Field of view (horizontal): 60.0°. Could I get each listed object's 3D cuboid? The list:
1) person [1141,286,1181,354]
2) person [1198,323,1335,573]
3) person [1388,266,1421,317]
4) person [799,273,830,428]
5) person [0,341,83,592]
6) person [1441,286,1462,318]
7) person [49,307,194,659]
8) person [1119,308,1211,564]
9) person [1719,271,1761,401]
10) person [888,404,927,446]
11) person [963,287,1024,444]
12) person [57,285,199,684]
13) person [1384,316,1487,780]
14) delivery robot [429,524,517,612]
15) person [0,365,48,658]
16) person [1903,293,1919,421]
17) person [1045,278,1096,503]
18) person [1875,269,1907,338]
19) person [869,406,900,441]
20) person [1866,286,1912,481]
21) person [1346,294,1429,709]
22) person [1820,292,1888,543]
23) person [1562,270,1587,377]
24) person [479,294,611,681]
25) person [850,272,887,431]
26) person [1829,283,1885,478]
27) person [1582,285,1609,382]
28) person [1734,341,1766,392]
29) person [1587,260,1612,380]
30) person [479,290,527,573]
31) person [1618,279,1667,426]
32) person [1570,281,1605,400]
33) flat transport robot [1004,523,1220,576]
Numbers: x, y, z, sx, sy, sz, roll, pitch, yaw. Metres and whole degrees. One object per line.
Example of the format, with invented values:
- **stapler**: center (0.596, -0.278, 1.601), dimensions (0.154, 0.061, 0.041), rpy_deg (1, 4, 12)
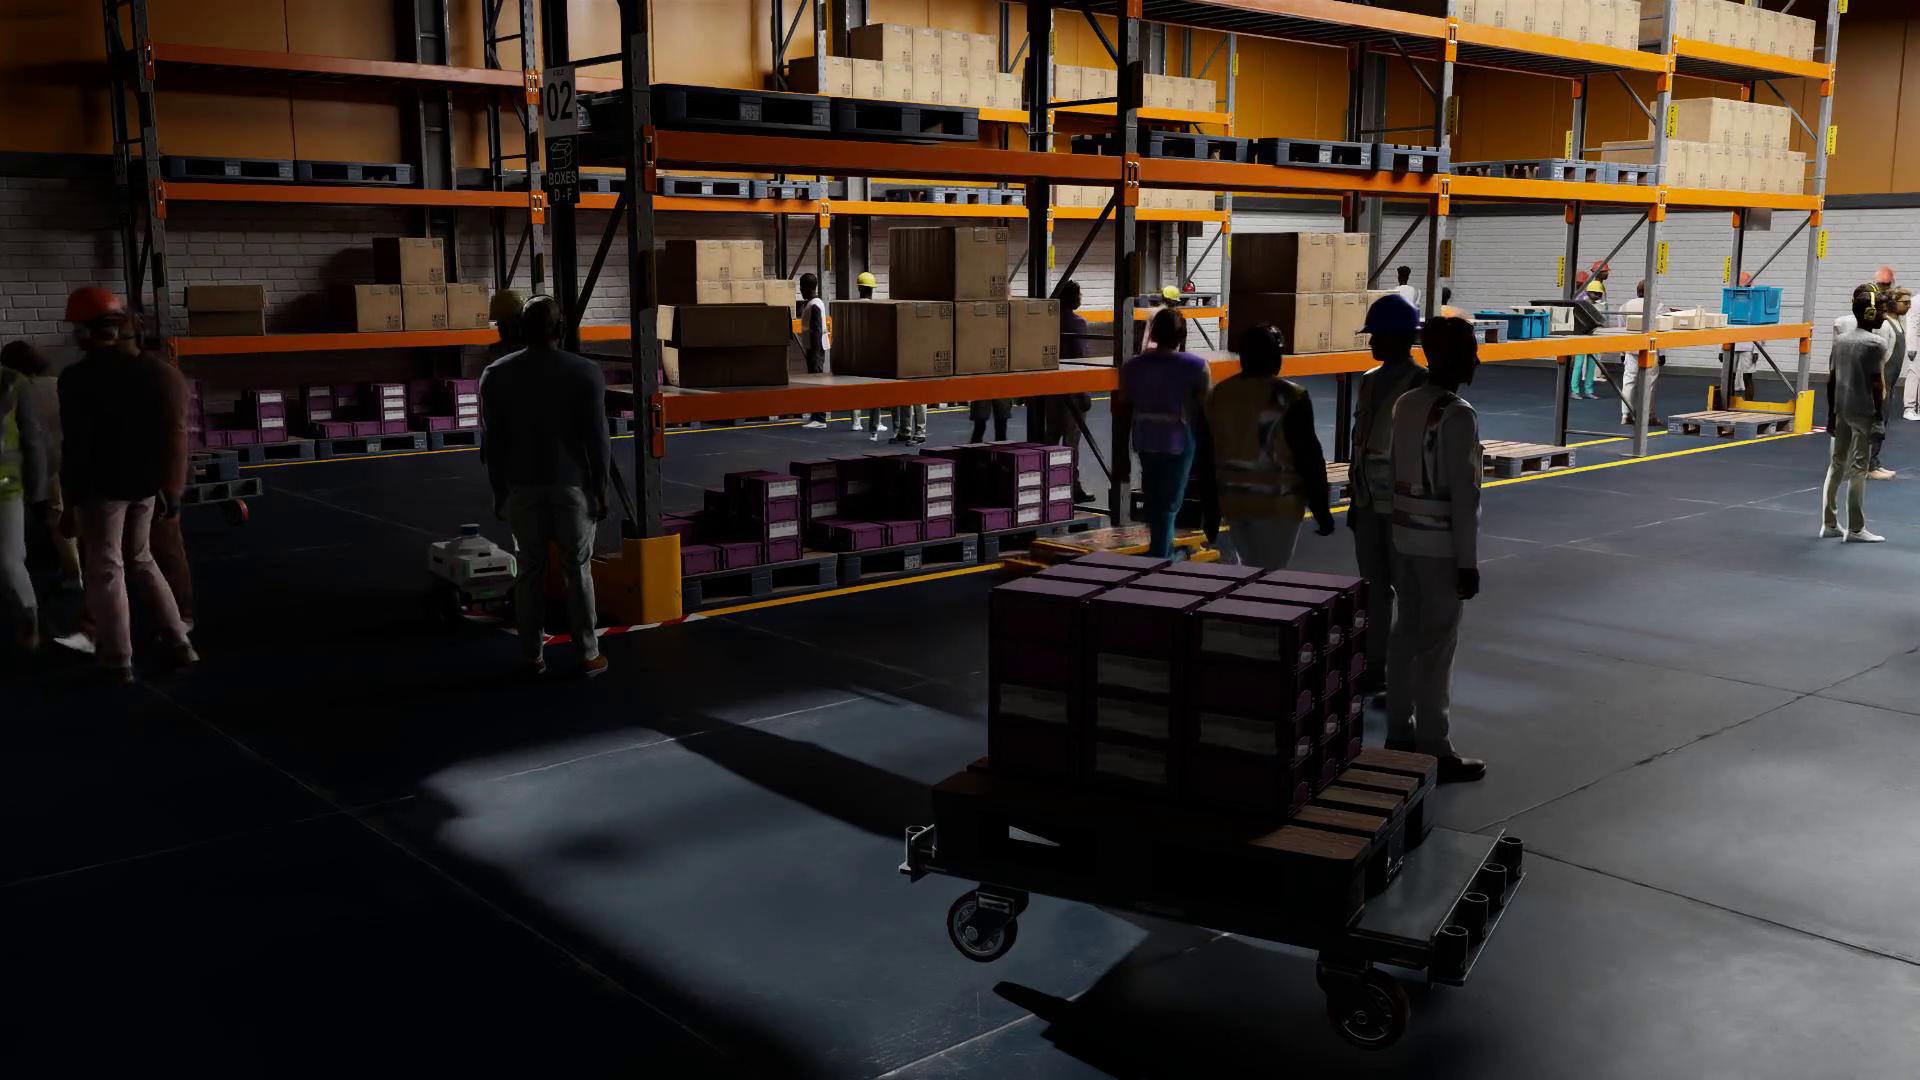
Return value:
- **person**: center (2.698, -2.541, 22.318), dimensions (0.504, 1.726, 0.541), rpy_deg (-6, 11, -32)
- **person**: center (1.491, -0.156, 8.151), dimensions (0.744, 1.820, 0.629), rpy_deg (-8, 13, -39)
- **person**: center (7.333, -3.559, 27.596), dimensions (0.603, 1.966, 0.368), rpy_deg (-1, 10, -8)
- **person**: center (-1.805, -2.341, 20.622), dimensions (0.391, 1.914, 0.587), rpy_deg (-2, 10, -9)
- **person**: center (-5.824, -0.473, 10.616), dimensions (0.696, 1.579, 0.526), rpy_deg (7, 12, 34)
- **person**: center (7.025, -2.843, 24.199), dimensions (0.547, 1.683, 0.494), rpy_deg (2, 10, 9)
- **person**: center (-4.454, -0.299, 8.851), dimensions (0.659, 1.851, 0.975), rpy_deg (1, 10, 7)
- **person**: center (1.326, -0.550, 10.480), dimensions (0.575, 1.794, 0.975), rpy_deg (6, 11, 30)
- **person**: center (9.961, -2.460, 21.274), dimensions (0.380, 1.929, 0.539), rpy_deg (-9, 13, -42)
- **person**: center (-0.570, -1.974, 18.693), dimensions (0.404, 1.837, 0.590), rpy_deg (-8, 12, -38)
- **person**: center (0.302, -1.412, 15.144), dimensions (0.570, 1.928, 0.394), rpy_deg (-4, 11, -24)
- **person**: center (-4.203, -0.265, 8.267), dimensions (0.411, 1.995, 0.625), rpy_deg (3, 10, 14)
- **person**: center (1.952, 0.033, 6.807), dimensions (0.346, 1.882, 0.584), rpy_deg (-2, 10, -12)
- **delivery robot**: center (-2.856, 0.149, 9.738), dimensions (0.477, 0.478, 0.707), rpy_deg (-6, 12, -32)
- **person**: center (-5.007, -0.219, 8.475), dimensions (0.637, 1.816, 0.447), rpy_deg (-2, 10, -12)
- **person**: center (12.554, -2.500, 21.569), dimensions (0.641, 1.908, 0.407), rpy_deg (-4, 11, -23)
- **person**: center (0.914, -1.290, 14.394), dimensions (0.373, 1.940, 0.630), rpy_deg (-8, 12, -38)
- **person**: center (12.712, -2.764, 23.029), dimensions (0.649, 1.934, 1.043), rpy_deg (7, 12, 34)
- **person**: center (-0.863, -1.940, 19.116), dimensions (0.538, 1.627, 0.294), rpy_deg (0, 10, -3)
- **person**: center (8.813, -1.491, 15.846), dimensions (0.327, 1.842, 0.517), rpy_deg (8, 12, 38)
- **person**: center (2.033, -0.180, 7.866), dimensions (0.402, 1.945, 0.614), rpy_deg (-4, 11, -23)
- **person**: center (6.694, -0.914, 12.417), dimensions (0.334, 1.864, 0.521), rpy_deg (-2, 10, -13)
- **person**: center (10.878, -3.821, 29.365), dimensions (0.586, 1.907, 0.873), rpy_deg (9, 13, 43)
- **person**: center (-2.054, -0.252, 8.327), dimensions (0.628, 1.935, 0.373), rpy_deg (-1, 10, -3)
- **person**: center (-1.154, -2.272, 20.172), dimensions (0.589, 1.927, 0.388), rpy_deg (3, 10, 19)
- **person**: center (8.575, -1.514, 15.904), dimensions (0.311, 1.869, 0.530), rpy_deg (-8, 12, -38)
- **person**: center (10.782, -3.506, 28.225), dimensions (0.307, 1.645, 0.514), rpy_deg (-5, 11, -28)
- **person**: center (12.329, -3.111, 26.047), dimensions (0.516, 1.597, 0.843), rpy_deg (2, 10, 10)
- **person**: center (10.986, -3.782, 28.664), dimensions (0.370, 2.048, 0.608), rpy_deg (6, 12, 33)
- **person**: center (-2.906, -0.691, 10.986), dimensions (0.597, 1.901, 0.537), rpy_deg (4, 11, 24)
- **person**: center (8.587, -2.355, 20.905), dimensions (0.429, 1.846, 0.627), rpy_deg (-8, 13, -41)
- **person**: center (9.332, -2.952, 24.654), dimensions (0.525, 1.765, 0.336), rpy_deg (-3, 10, -19)
- **flat transport robot**: center (1.046, 0.077, 11.263), dimensions (1.431, 0.197, 0.652), rpy_deg (-8, 13, -40)
